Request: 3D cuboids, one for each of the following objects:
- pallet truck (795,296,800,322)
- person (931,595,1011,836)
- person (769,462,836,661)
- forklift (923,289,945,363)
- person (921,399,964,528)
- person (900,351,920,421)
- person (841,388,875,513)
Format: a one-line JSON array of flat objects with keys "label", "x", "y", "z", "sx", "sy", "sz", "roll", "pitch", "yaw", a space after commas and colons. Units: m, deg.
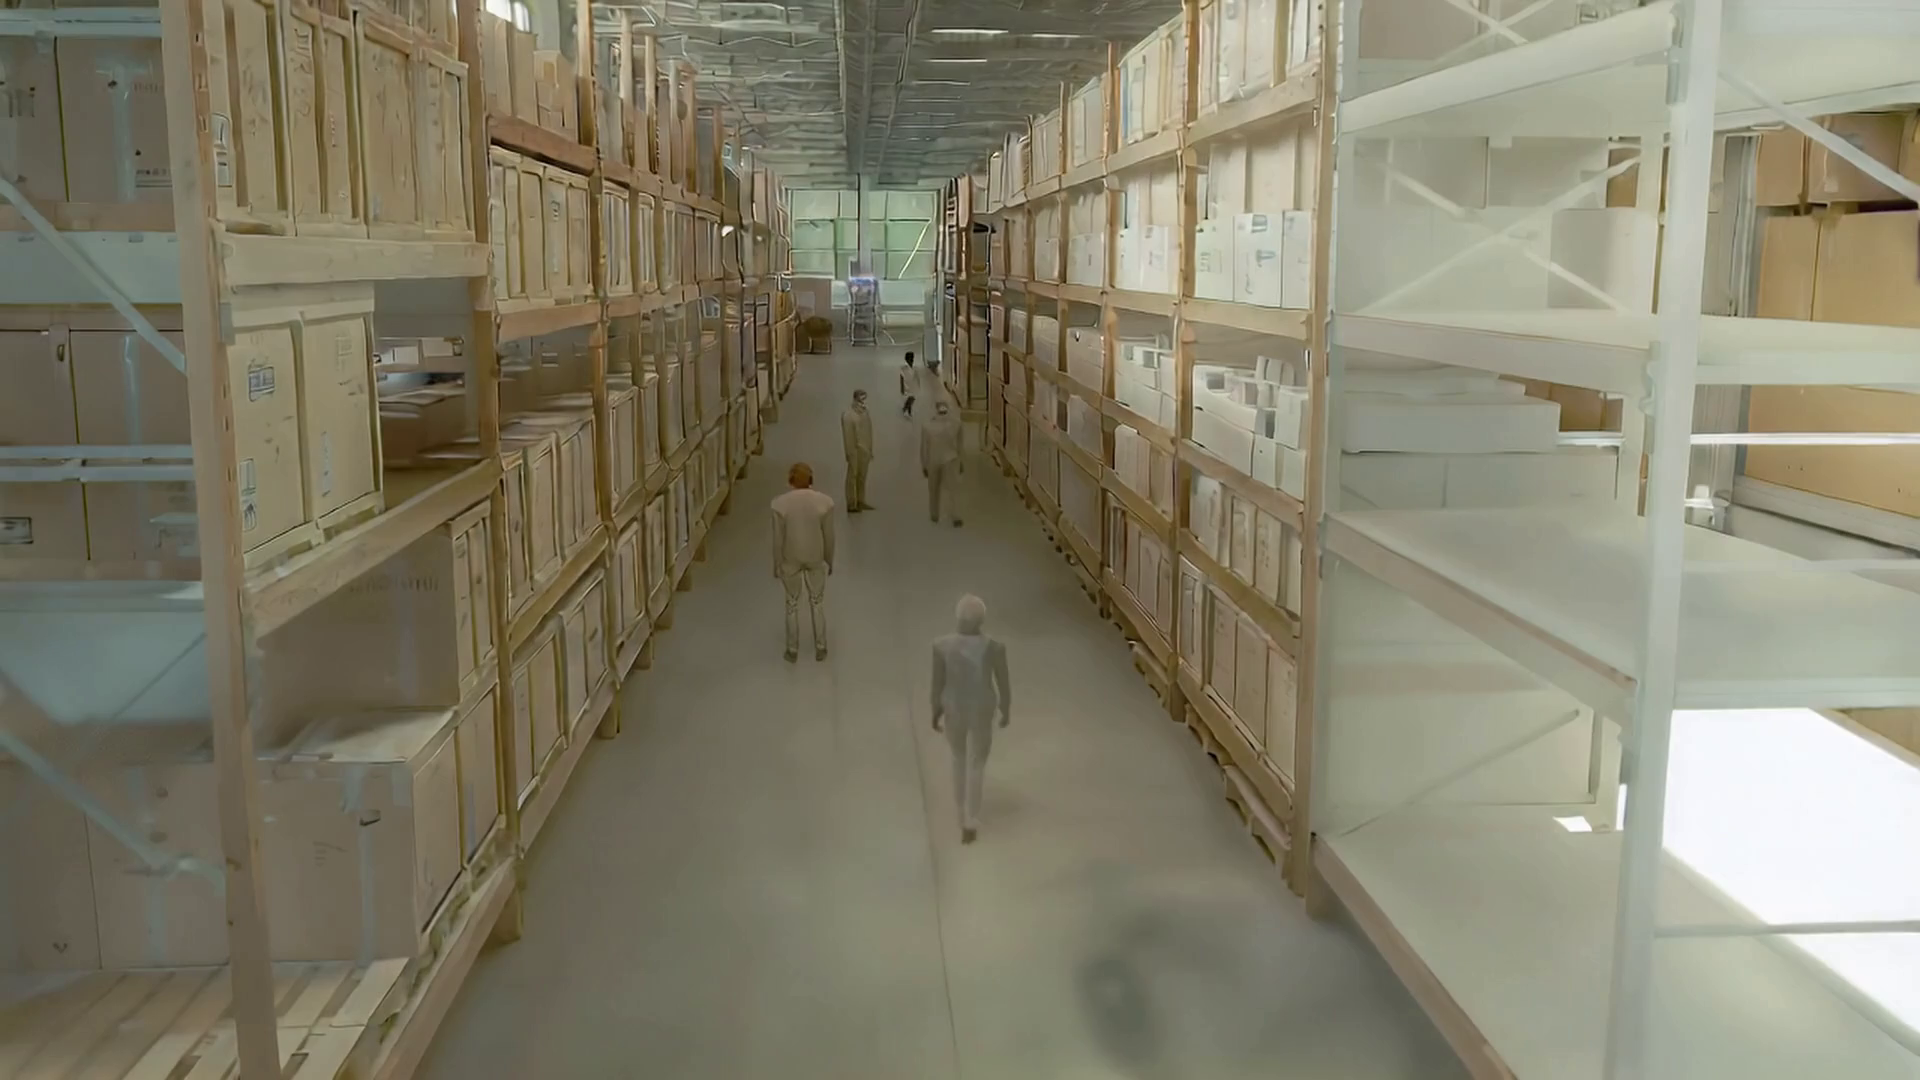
[{"label": "pallet truck", "x": -8.622, "y": -12.439, "z": 91.403, "sx": 1.885, "sy": 1.965, "sz": 0.823, "roll": 2, "pitch": 10, "yaw": 13}, {"label": "person", "x": 0.072, "y": 1.174, "z": 11.304, "sx": 0.533, "sy": 1.593, "sz": 0.869, "roll": 2, "pitch": 10, "yaw": 9}, {"label": "person", "x": -1.514, "y": 0.206, "z": 16.044, "sx": 0.631, "sy": 1.940, "sz": 0.372, "roll": -2, "pitch": 10, "yaw": -11}, {"label": "forklift", "x": -0.817, "y": -8.141, "z": 63.094, "sx": 1.129, "sy": 2.768, "sz": 1.873, "roll": -1, "pitch": 10, "yaw": -3}, {"label": "person", "x": -0.241, "y": -1.113, "z": 24.183, "sx": 0.673, "sy": 1.850, "sz": 1.010, "roll": -2, "pitch": 10, "yaw": -12}, {"label": "person", "x": -1.262, "y": -3.758, "z": 40.481, "sx": 0.530, "sy": 1.678, "sz": 0.650, "roll": -8, "pitch": 12, "yaw": -40}, {"label": "person", "x": -1.535, "y": -1.379, "z": 25.607, "sx": 0.399, "sy": 1.910, "sz": 0.643, "roll": 7, "pitch": 12, "yaw": 35}]
